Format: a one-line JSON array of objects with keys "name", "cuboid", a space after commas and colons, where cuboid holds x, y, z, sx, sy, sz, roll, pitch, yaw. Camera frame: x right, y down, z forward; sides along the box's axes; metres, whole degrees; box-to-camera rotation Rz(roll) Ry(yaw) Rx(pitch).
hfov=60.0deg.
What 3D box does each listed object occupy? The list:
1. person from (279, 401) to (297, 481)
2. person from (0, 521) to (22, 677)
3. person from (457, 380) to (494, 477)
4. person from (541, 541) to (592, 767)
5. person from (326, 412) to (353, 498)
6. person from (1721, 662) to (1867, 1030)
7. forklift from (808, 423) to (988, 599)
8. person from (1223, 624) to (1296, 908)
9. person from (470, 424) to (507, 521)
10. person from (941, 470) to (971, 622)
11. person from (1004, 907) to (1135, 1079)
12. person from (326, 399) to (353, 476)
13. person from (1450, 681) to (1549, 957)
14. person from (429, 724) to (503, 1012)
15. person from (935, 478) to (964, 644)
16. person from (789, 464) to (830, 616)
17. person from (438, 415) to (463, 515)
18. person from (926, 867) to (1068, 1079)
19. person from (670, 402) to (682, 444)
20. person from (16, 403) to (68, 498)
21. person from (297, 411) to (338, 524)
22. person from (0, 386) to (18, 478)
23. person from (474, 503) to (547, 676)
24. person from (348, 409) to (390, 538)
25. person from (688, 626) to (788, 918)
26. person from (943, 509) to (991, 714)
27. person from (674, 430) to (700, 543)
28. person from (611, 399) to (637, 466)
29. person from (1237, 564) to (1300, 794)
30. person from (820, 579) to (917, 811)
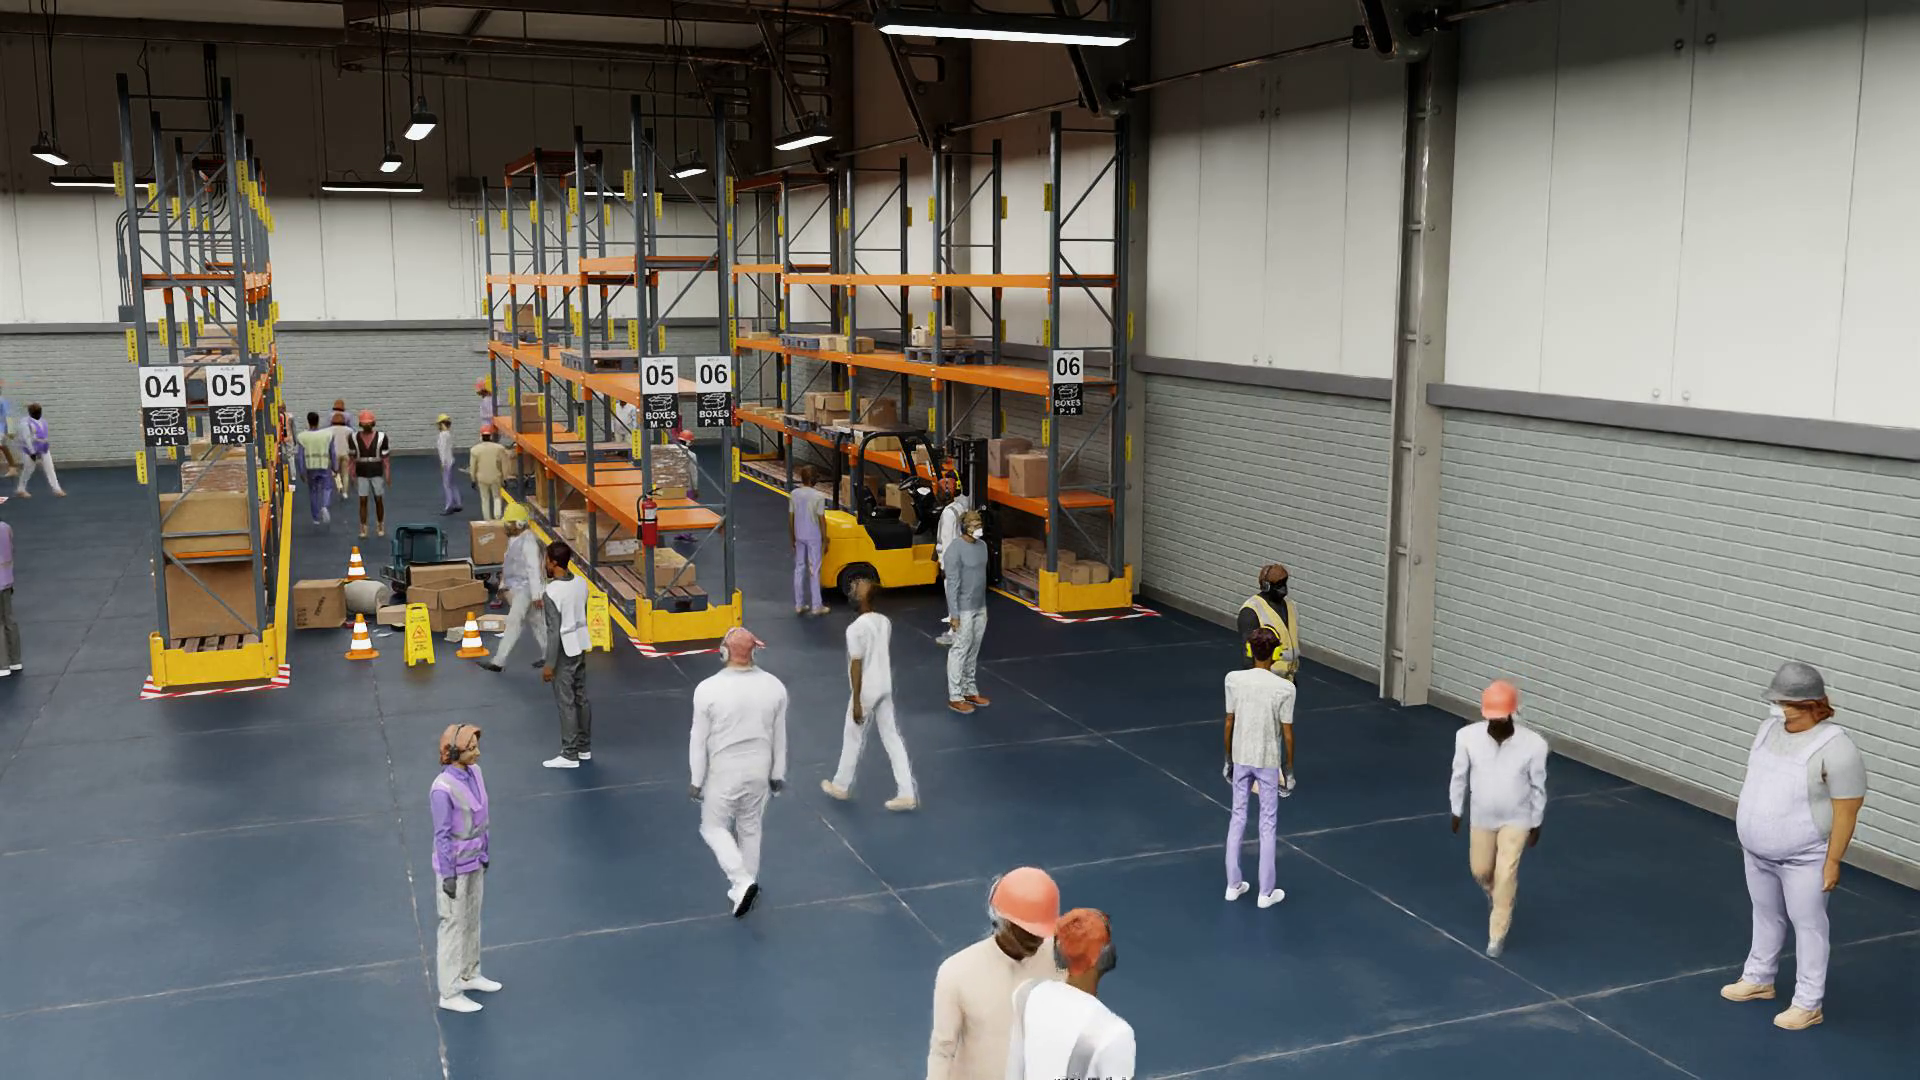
[{"name": "person", "cuboid": [-13.602, -1.984, 33.431, 0.515, 1.633, 0.317, -5, 10, -28]}, {"name": "person", "cuboid": [-9.972, 0.457, 17.128, 0.381, 1.924, 0.593, 0, 9, -1]}, {"name": "person", "cuboid": [-9.841, -2.282, 34.161, 1.021, 1.990, 0.624, -2, 9, -15]}, {"name": "person", "cuboid": [-3.310, 0.959, 13.990, 0.394, 1.920, 0.587, 3, 9, 16]}, {"name": "person", "cuboid": [-11.475, -1.567, 30.818, 0.516, 1.618, 0.413, -5, 10, -30]}, {"name": "person", "cuboid": [4.557, 1.662, 9.187, 0.536, 2.000, 0.688, -3, 9, -17]}, {"name": "forklift", "cuboid": [-0.830, -0.399, 21.676, 2.313, 2.155, 1.214, -4, 10, -21]}, {"name": "person", "cuboid": [1.961, 1.479, 10.927, 0.498, 1.861, 0.326, 5, 10, 29]}, {"name": "person", "cuboid": [-7.622, -1.003, 26.883, 0.587, 1.739, 0.372, -3, 10, -21]}, {"name": "person", "cuboid": [-0.033, 0.095, 19.637, 0.328, 1.861, 0.505, -4, 10, -24]}, {"name": "person", "cuboid": [0.372, 2.263, 5.986, 0.551, 1.863, 0.691, -7, 11, -36]}, {"name": "person", "cuboid": [-12.707, -2.080, 34.095, 0.518, 1.616, 0.500, -4, 10, -26]}, {"name": "person", "cuboid": [3.319, 1.660, 10.245, 0.569, 1.716, 0.653, 5, 10, 28]}, {"name": "person", "cuboid": [-2.813, 1.834, 9.391, 0.312, 1.631, 0.516, 1, 9, 8]}, {"name": "person", "cuboid": [-0.098, 0.231, 18.728, 0.350, 1.877, 0.577, 2, 9, 11]}, {"name": "person", "cuboid": [-1.843, -0.001, 20.266, 0.509, 1.844, 0.329, 5, 10, 27]}, {"name": "person", "cuboid": [-8.890, -1.300, 28.863, 0.336, 1.719, 0.635, 0, 9, -3]}, {"name": "person", "cuboid": [0.183, 2.169, 6.370, 0.656, 1.927, 1.005, -2, 9, -14]}, {"name": "person", "cuboid": [-6.639, -2.874, 38.605, 0.320, 1.766, 0.531, 4, 10, 24]}, {"name": "person", "cuboid": [-17.139, -1.652, 30.833, 0.965, 1.793, 0.629, 2, 9, 12]}, {"name": "person", "cuboid": [-10.652, -1.192, 27.584, 0.622, 1.903, 0.574, -3, 10, -21]}, {"name": "person", "cuboid": [-19.616, -2.226, 33.764, 0.618, 2.008, 0.909, 6, 11, 34]}, {"name": "person", "cuboid": [-4.617, 0.506, 17.268, 0.930, 1.782, 0.612, -4, 10, -24]}, {"name": "person", "cuboid": [-9.303, -1.039, 26.195, 0.613, 2.041, 0.393, -2, 9, -15]}, {"name": "person", "cuboid": [-1.409, 1.501, 10.674, 0.663, 1.889, 0.585, -6, 11, -32]}, {"name": "person", "cuboid": [0.083, 0.662, 15.797, 0.356, 1.938, 0.638, 5, 11, 31]}, {"name": "person", "cuboid": [-4.252, -0.839, 25.863, 0.565, 1.744, 0.355, 8, 12, 40]}, {"name": "person", "cuboid": [-7.105, -2.314, 35.109, 0.563, 1.752, 0.325, 0, 9, 3]}, {"name": "person", "cuboid": [2.495, 1.103, 13.333, 0.631, 1.843, 0.429, -8, 12, -43]}, {"name": "person", "cuboid": [-0.685, 1.194, 12.892, 0.953, 1.802, 0.526, 8, 12, 40]}]
